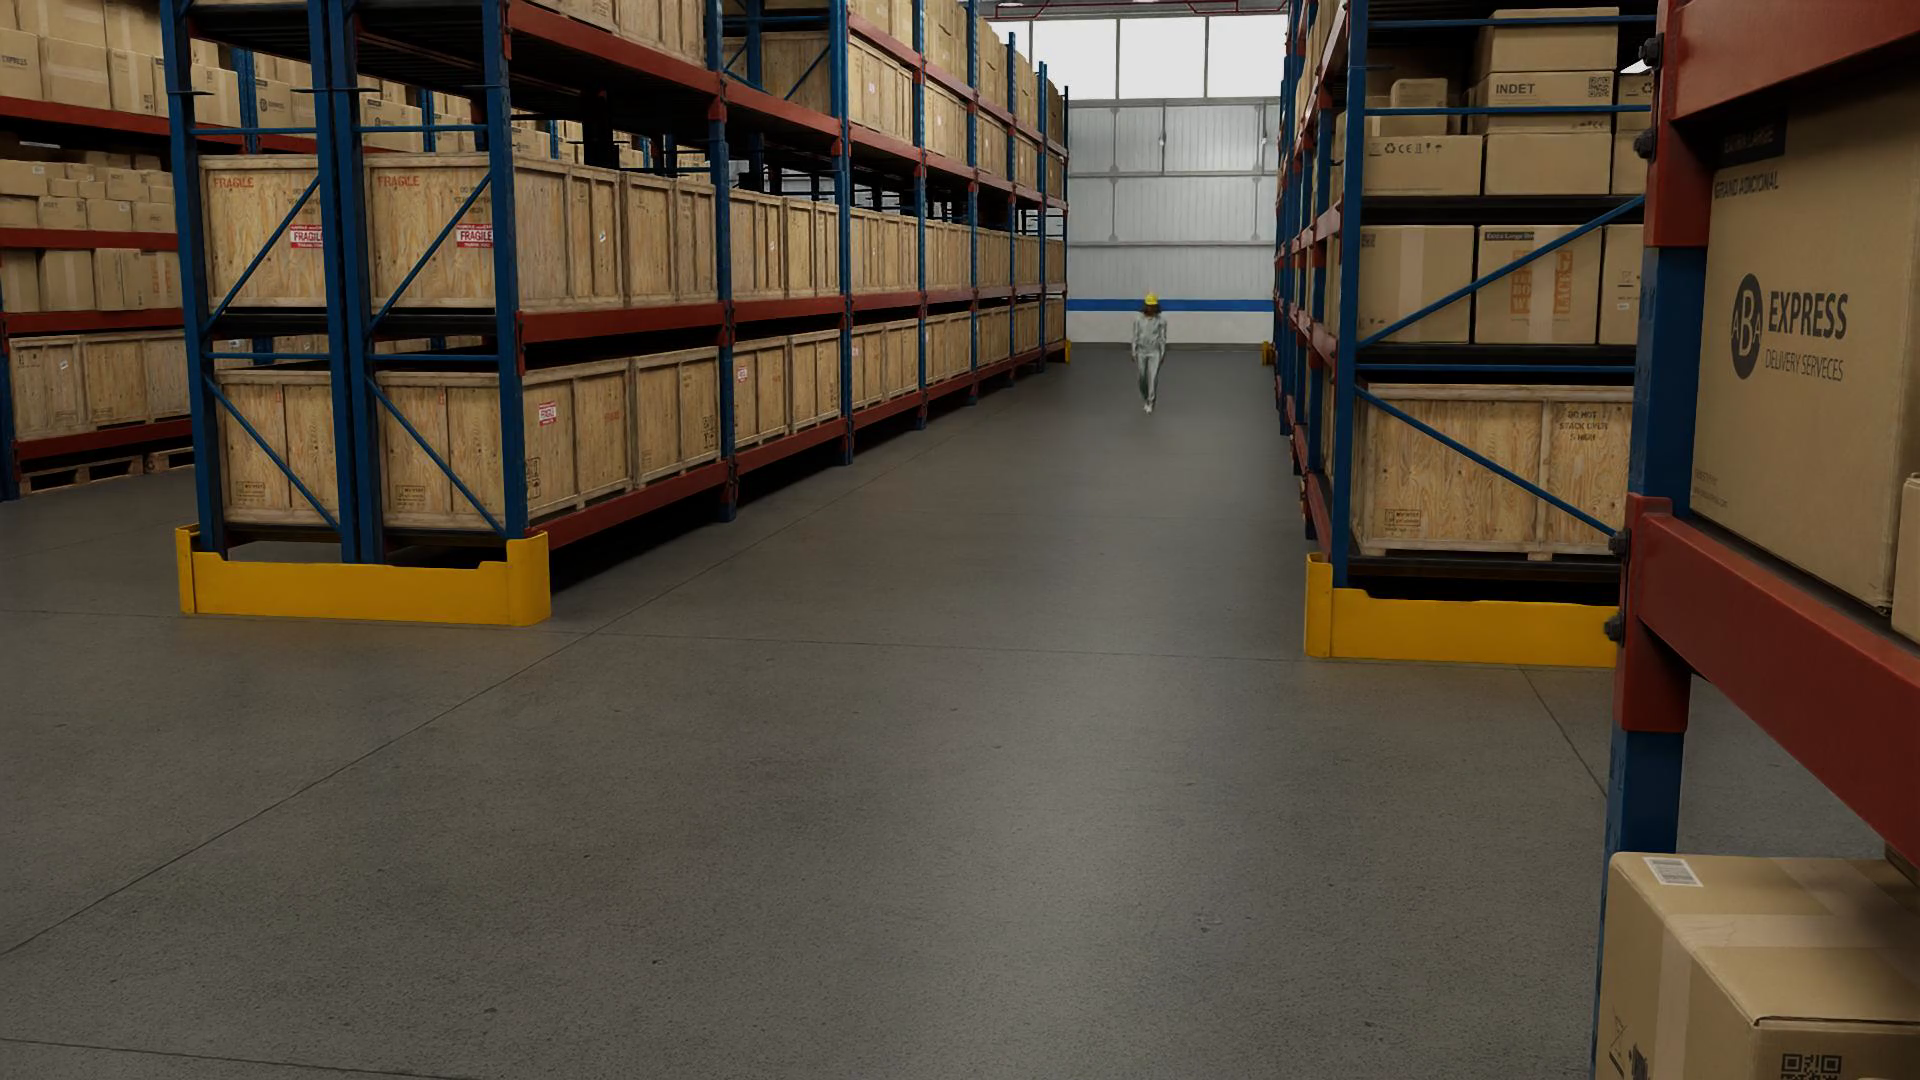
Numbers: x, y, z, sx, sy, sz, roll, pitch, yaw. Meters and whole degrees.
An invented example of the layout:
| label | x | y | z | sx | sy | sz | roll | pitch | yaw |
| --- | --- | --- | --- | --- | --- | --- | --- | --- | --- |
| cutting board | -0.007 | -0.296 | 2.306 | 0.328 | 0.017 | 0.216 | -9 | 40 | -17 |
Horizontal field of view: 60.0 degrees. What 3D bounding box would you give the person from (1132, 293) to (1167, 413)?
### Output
| label | x | y | z | sx | sy | sz | roll | pitch | yaw |
| --- | --- | --- | --- | --- | --- | --- | --- | --- | --- |
| person | 2.748 | -2.710 | 24.047 | 0.492 | 1.723 | 0.651 | 3 | 10 | 16 |
